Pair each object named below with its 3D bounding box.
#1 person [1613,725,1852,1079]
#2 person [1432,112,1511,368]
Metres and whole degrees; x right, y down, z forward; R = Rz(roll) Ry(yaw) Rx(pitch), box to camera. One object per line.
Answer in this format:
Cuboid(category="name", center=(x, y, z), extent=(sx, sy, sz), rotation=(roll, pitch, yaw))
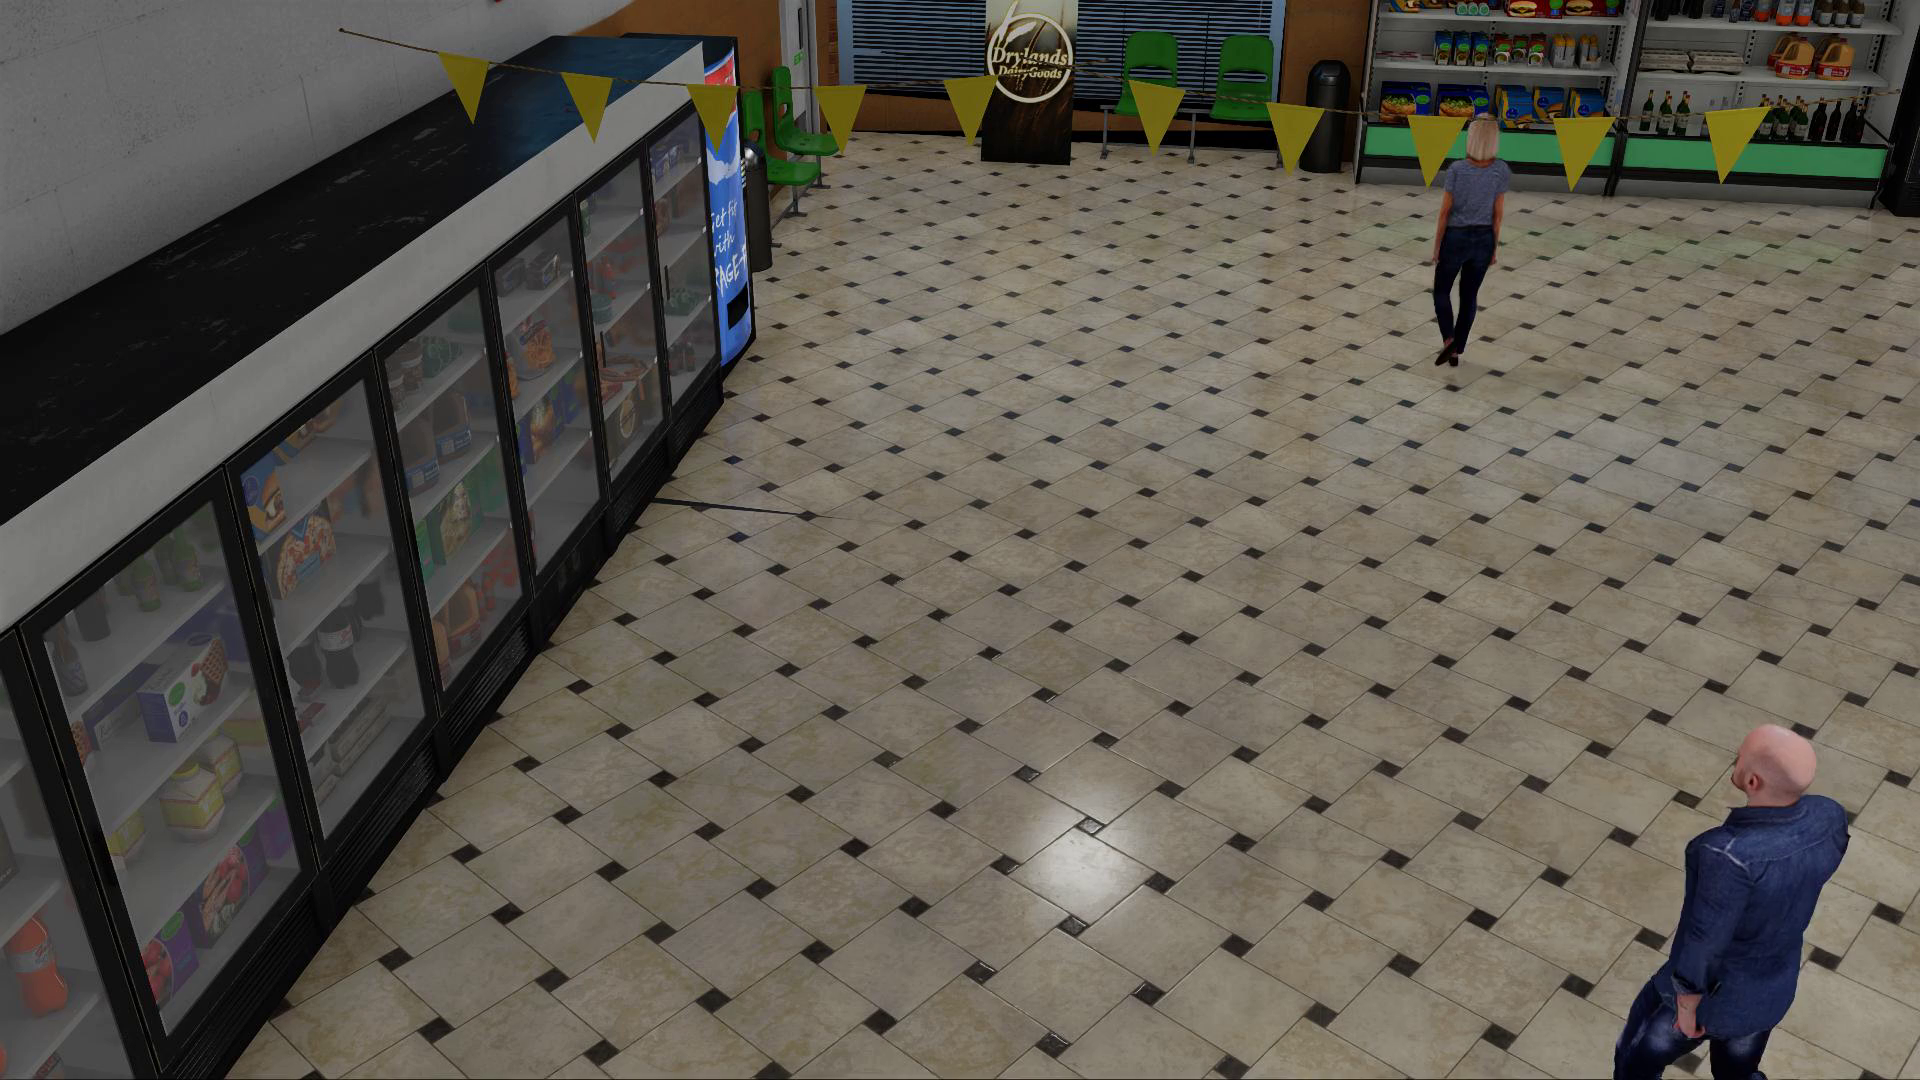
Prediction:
Cuboid(category="person", center=(2.278, 1.339, 4.835), extent=(1.133, 1.803, 1.119), rotation=(-13, 31, -22))
Cuboid(category="person", center=(3.334, -1.904, 10.868), extent=(0.738, 1.713, 0.685), rotation=(2, 29, 4))
